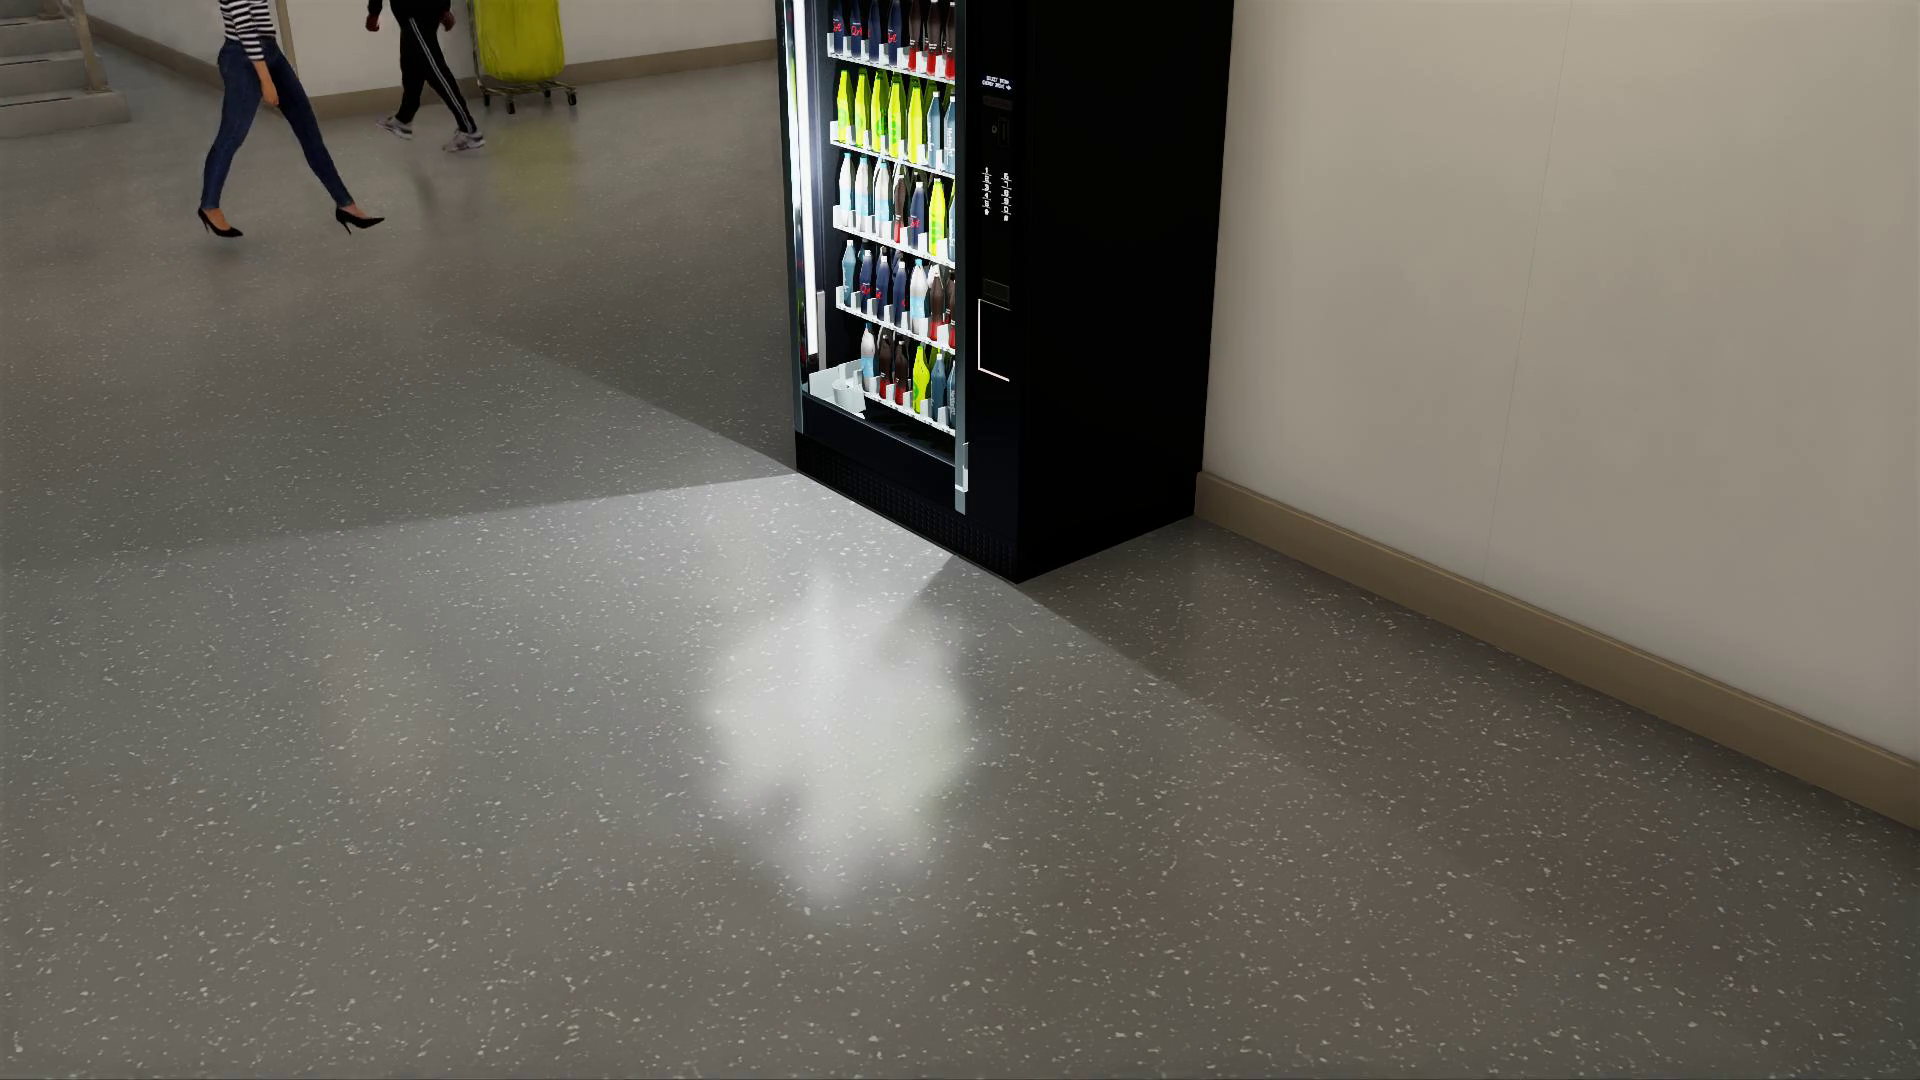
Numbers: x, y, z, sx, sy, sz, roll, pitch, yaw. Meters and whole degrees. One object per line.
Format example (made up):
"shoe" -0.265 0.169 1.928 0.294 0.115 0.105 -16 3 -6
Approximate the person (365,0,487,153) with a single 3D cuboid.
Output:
"person" -3.304 -3.311 10.362 1.264 1.793 1.057 9 27 18

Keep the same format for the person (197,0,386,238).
"person" -3.632 -2.313 8.359 1.086 1.734 1.176 -3 26 -7
